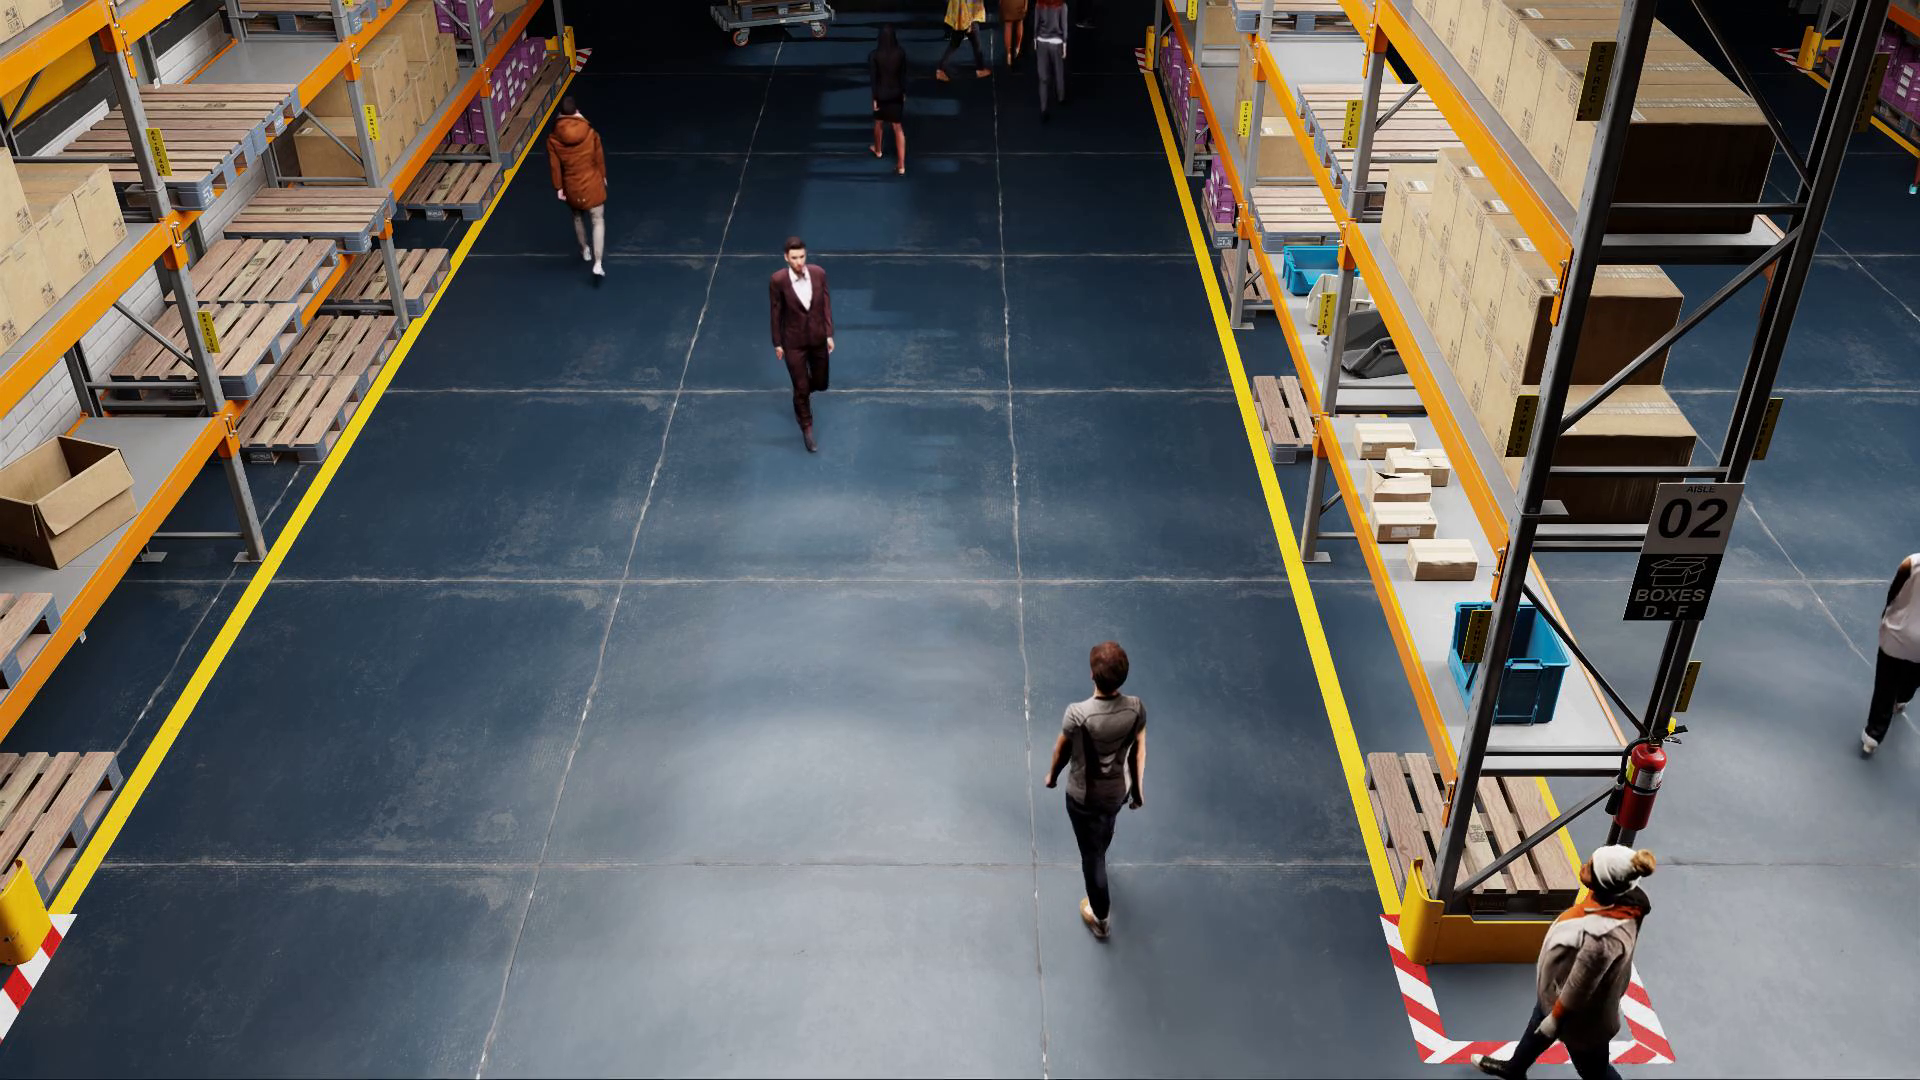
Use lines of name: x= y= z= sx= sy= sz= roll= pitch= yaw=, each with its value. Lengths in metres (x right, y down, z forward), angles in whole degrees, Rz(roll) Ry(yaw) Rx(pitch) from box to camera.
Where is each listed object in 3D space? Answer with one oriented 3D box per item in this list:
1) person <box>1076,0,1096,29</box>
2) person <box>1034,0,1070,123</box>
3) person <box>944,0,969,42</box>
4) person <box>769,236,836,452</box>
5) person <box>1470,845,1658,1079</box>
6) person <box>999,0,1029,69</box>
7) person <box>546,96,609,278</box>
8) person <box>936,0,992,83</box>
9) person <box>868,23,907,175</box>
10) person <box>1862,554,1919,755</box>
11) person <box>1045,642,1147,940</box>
person: x=1.847 y=-8.326 z=23.921 sx=0.905 sy=1.829 sz=0.805 roll=-23 pitch=40 yaw=-31
person: x=1.088 y=-6.036 z=20.549 sx=0.814 sy=1.747 sz=1.100 roll=10 pitch=35 yaw=14
person: x=-0.081 y=-7.791 z=23.447 sx=0.579 sy=1.462 sz=0.554 roll=5 pitch=34 yaw=7
person: x=-1.323 y=-1.708 z=13.946 sx=0.924 sy=1.850 sz=1.106 roll=-13 pitch=36 yaw=-19
person: x=3.135 y=2.215 z=8.045 sx=1.125 sy=1.847 sz=1.213 roll=17 pitch=37 yaw=24
person: x=0.706 y=-7.171 z=22.345 sx=0.545 sy=1.649 sz=1.056 roll=0 pitch=34 yaw=0
person: x=-3.778 y=-3.508 z=16.695 sx=0.773 sy=1.804 sz=1.162 roll=-3 pitch=34 yaw=-5
person: x=-0.017 y=-6.754 z=21.750 sx=1.117 sy=1.613 sz=1.143 roll=-20 pitch=39 yaw=-27
person: x=-0.779 y=-5.025 z=19.100 sx=0.918 sy=1.668 sz=1.293 roll=-12 pitch=35 yaw=-17
person: x=6.086 y=0.634 z=10.604 sx=0.965 sy=1.648 sz=1.174 roll=16 pitch=37 yaw=22
person: x=0.798 y=1.439 z=9.200 sx=0.848 sy=1.861 sz=1.136 roll=-10 pitch=35 yaw=-14
